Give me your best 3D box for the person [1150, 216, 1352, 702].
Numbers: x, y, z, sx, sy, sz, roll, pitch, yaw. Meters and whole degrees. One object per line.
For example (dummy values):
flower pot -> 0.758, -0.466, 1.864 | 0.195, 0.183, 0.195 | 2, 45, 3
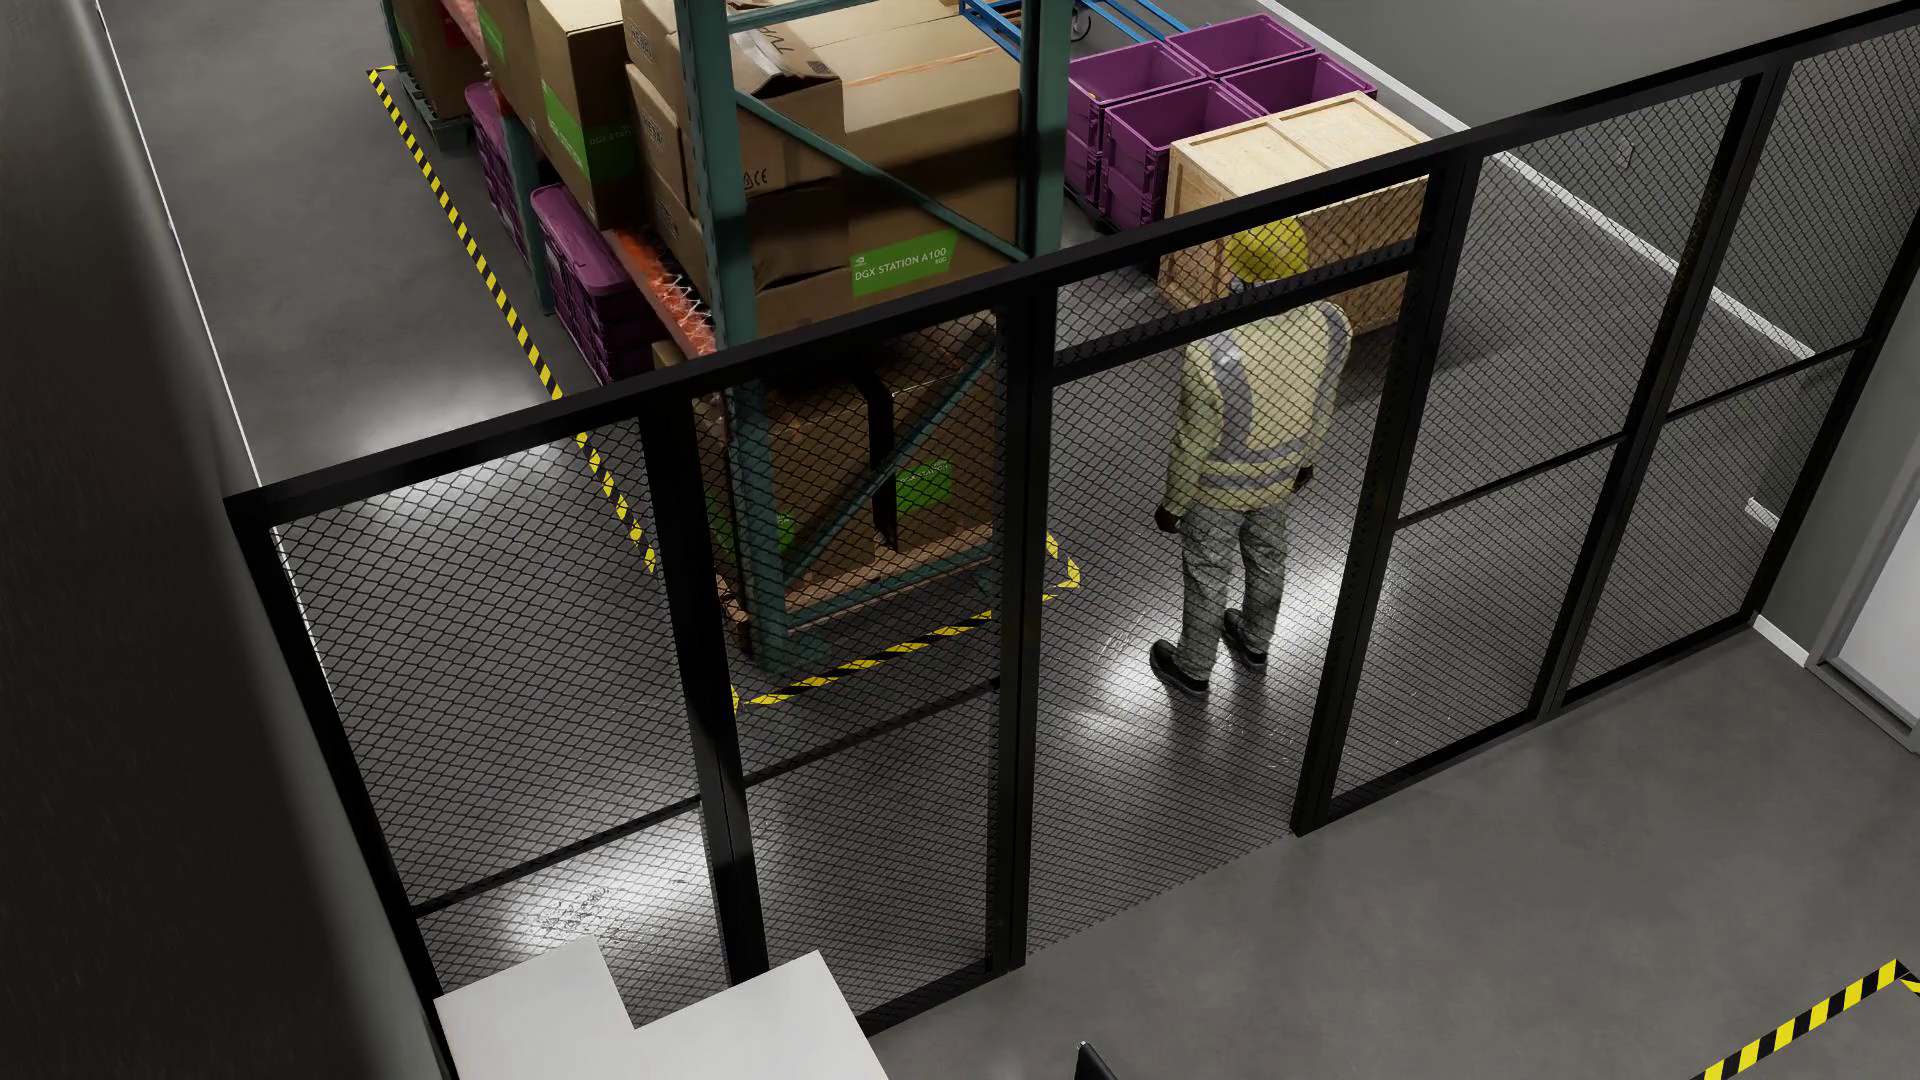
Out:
person -> 0.883, -0.236, 5.280 | 0.602, 1.830, 0.404 | -20, 46, -20
